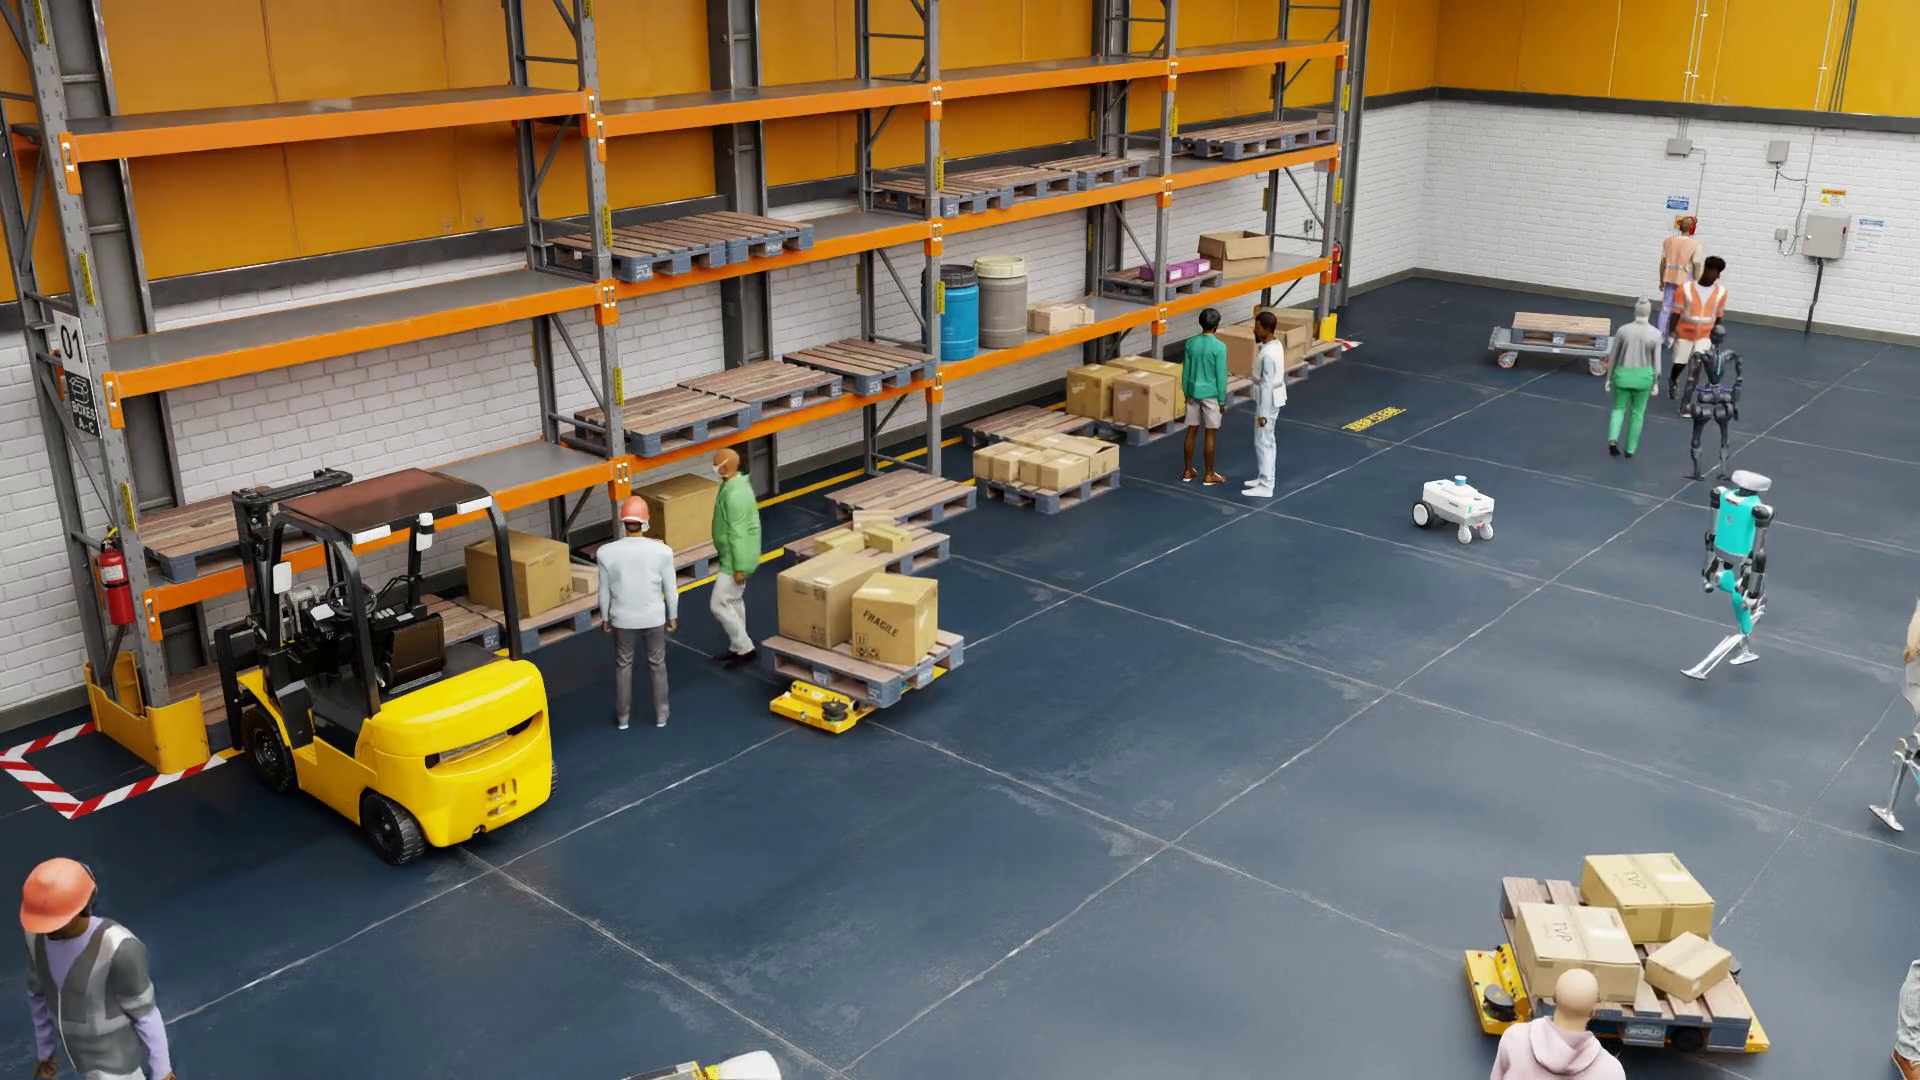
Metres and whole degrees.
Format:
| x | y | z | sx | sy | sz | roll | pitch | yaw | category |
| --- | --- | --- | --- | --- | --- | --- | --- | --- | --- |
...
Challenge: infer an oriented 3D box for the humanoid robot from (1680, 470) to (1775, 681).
| x | y | z | sx | sy | sz | roll | pitch | yaw | category |
| --- | --- | --- | --- | --- | --- | --- | --- | --- | --- |
| 6.014 | 0.282 | 12.694 | 1.035 | 1.742 | 0.551 | -8 | 22 | -22 | humanoid robot |

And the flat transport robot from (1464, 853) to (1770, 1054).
| x | y | z | sx | sy | sz | roll | pitch | yaw | category |
| --- | --- | --- | --- | --- | --- | --- | --- | --- | --- |
| 3.506 | 2.437 | 8.949 | 1.431 | 0.231 | 0.659 | 2 | 20 | 7 | flat transport robot |

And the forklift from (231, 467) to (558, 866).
| x | y | z | sx | sy | sz | roll | pitch | yaw | category |
| --- | --- | --- | --- | --- | --- | --- | --- | --- | --- |
| -3.730 | 0.710 | 10.856 | 2.313 | 2.155 | 1.214 | 17 | 26 | 38 | forklift |

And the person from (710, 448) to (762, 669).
| x | y | z | sx | sy | sz | roll | pitch | yaw | category |
| --- | --- | --- | --- | --- | --- | --- | --- | --- | --- |
| -1.755 | 0.141 | 13.004 | 0.416 | 1.762 | 0.560 | -2 | 20 | -5 | person |

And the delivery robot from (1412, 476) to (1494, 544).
| x | y | z | sx | sy | sz | roll | pitch | yaw | category |
| --- | --- | --- | --- | --- | --- | --- | --- | --- | --- |
| 4.779 | -0.318 | 16.022 | 0.499 | 0.609 | 0.813 | -9 | 22 | -24 | delivery robot |

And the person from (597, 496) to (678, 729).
| x | y | z | sx | sy | sz | roll | pitch | yaw | category |
| --- | --- | --- | --- | --- | --- | --- | --- | --- | --- |
| -2.316 | 0.523 | 12.008 | 0.574 | 1.737 | 0.351 | -3 | 20 | -7 | person |

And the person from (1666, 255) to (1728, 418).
| x | y | z | sx | sy | sz | roll | pitch | yaw | category |
| --- | --- | --- | --- | --- | --- | --- | --- | --- | --- |
| 8.744 | -2.463 | 19.832 | 0.618 | 1.922 | 0.776 | 4 | 21 | 11 | person |

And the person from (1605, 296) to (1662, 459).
| x | y | z | sx | sy | sz | roll | pitch | yaw | category |
| --- | --- | --- | --- | --- | --- | --- | --- | --- | --- |
| 7.298 | -1.723 | 18.053 | 0.558 | 1.767 | 0.508 | 10 | 22 | 24 | person |

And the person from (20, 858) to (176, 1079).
| x | y | z | sx | sy | sz | roll | pitch | yaw | category |
| --- | --- | --- | --- | --- | --- | --- | --- | --- | --- |
| -3.669 | 2.175 | 7.215 | 0.625 | 1.988 | 1.033 | 11 | 23 | 27 | person |

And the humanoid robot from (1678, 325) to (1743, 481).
| x | y | z | sx | sy | sz | roll | pitch | yaw | category |
| --- | --- | --- | --- | --- | --- | --- | --- | --- | --- |
| 7.868 | -1.407 | 17.341 | 0.619 | 1.648 | 0.449 | 3 | 21 | 9 | humanoid robot |

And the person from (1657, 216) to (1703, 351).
| x | y | z | sx | sy | sz | roll | pitch | yaw | category |
| --- | --- | --- | --- | --- | --- | --- | --- | --- | --- |
| 9.834 | -3.507 | 22.775 | 0.377 | 1.843 | 0.569 | -14 | 25 | -34 | person |

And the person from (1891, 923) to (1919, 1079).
| x | y | z | sx | sy | sz | roll | pitch | yaw | category |
| --- | --- | --- | --- | --- | --- | --- | --- | --- | --- |
| 5.018 | 1.822 | 8.215 | 0.627 | 1.934 | 0.371 | -4 | 21 | -11 | person |

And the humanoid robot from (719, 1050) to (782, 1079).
| x | y | z | sx | sy | sz | roll | pitch | yaw | category |
| --- | --- | --- | --- | --- | --- | --- | --- | --- | --- |
| -0.910 | 2.727 | 6.076 | 0.711 | 1.813 | 0.553 | -10 | 23 | -25 | humanoid robot |

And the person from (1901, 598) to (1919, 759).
| x | y | z | sx | sy | sz | roll | pitch | yaw | category |
| --- | --- | --- | --- | --- | --- | --- | --- | --- | --- |
| 6.752 | 0.710 | 11.329 | 0.558 | 1.858 | 0.588 | -2 | 20 | -6 | person |

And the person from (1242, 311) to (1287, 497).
| x | y | z | sx | sy | sz | roll | pitch | yaw | category |
| --- | --- | --- | --- | --- | --- | --- | --- | --- | --- |
| 3.128 | -1.383 | 16.937 | 0.384 | 1.910 | 0.593 | 5 | 21 | 14 | person |

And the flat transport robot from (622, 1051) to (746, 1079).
| x | y | z | sx | sy | sz | roll | pitch | yaw | category |
| --- | --- | --- | --- | --- | --- | --- | --- | --- | --- |
| -1.597 | 2.846 | 7.839 | 1.431 | 0.231 | 0.659 | -9 | 22 | -22 | flat transport robot |

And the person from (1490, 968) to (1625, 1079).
| x | y | z | sx | sy | sz | roll | pitch | yaw | category |
| --- | --- | --- | --- | --- | --- | --- | --- | --- | --- |
| 2.321 | 2.497 | 6.613 | 0.538 | 1.776 | 0.409 | 13 | 24 | 30 | person |

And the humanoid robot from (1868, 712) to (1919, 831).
| x | y | z | sx | sy | sz | roll | pitch | yaw | category |
| --- | --- | --- | --- | --- | --- | --- | --- | --- | --- |
| 6.114 | 1.160 | 10.352 | 0.531 | 1.752 | 1.047 | -12 | 24 | -30 | humanoid robot |

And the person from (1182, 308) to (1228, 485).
| x | y | z | sx | sy | sz | roll | pitch | yaw | category |
| --- | --- | --- | --- | --- | --- | --- | --- | --- | --- |
| 2.531 | -1.487 | 17.298 | 0.507 | 1.847 | 0.376 | 15 | 25 | 35 | person |

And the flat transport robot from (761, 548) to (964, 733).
| x | y | z | sx | sy | sz | roll | pitch | yaw | category |
| --- | --- | --- | --- | --- | --- | --- | --- | --- | --- |
| -0.737 | 1.059 | 12.682 | 0.659 | 0.231 | 1.431 | 14 | 24 | 33 | flat transport robot |
